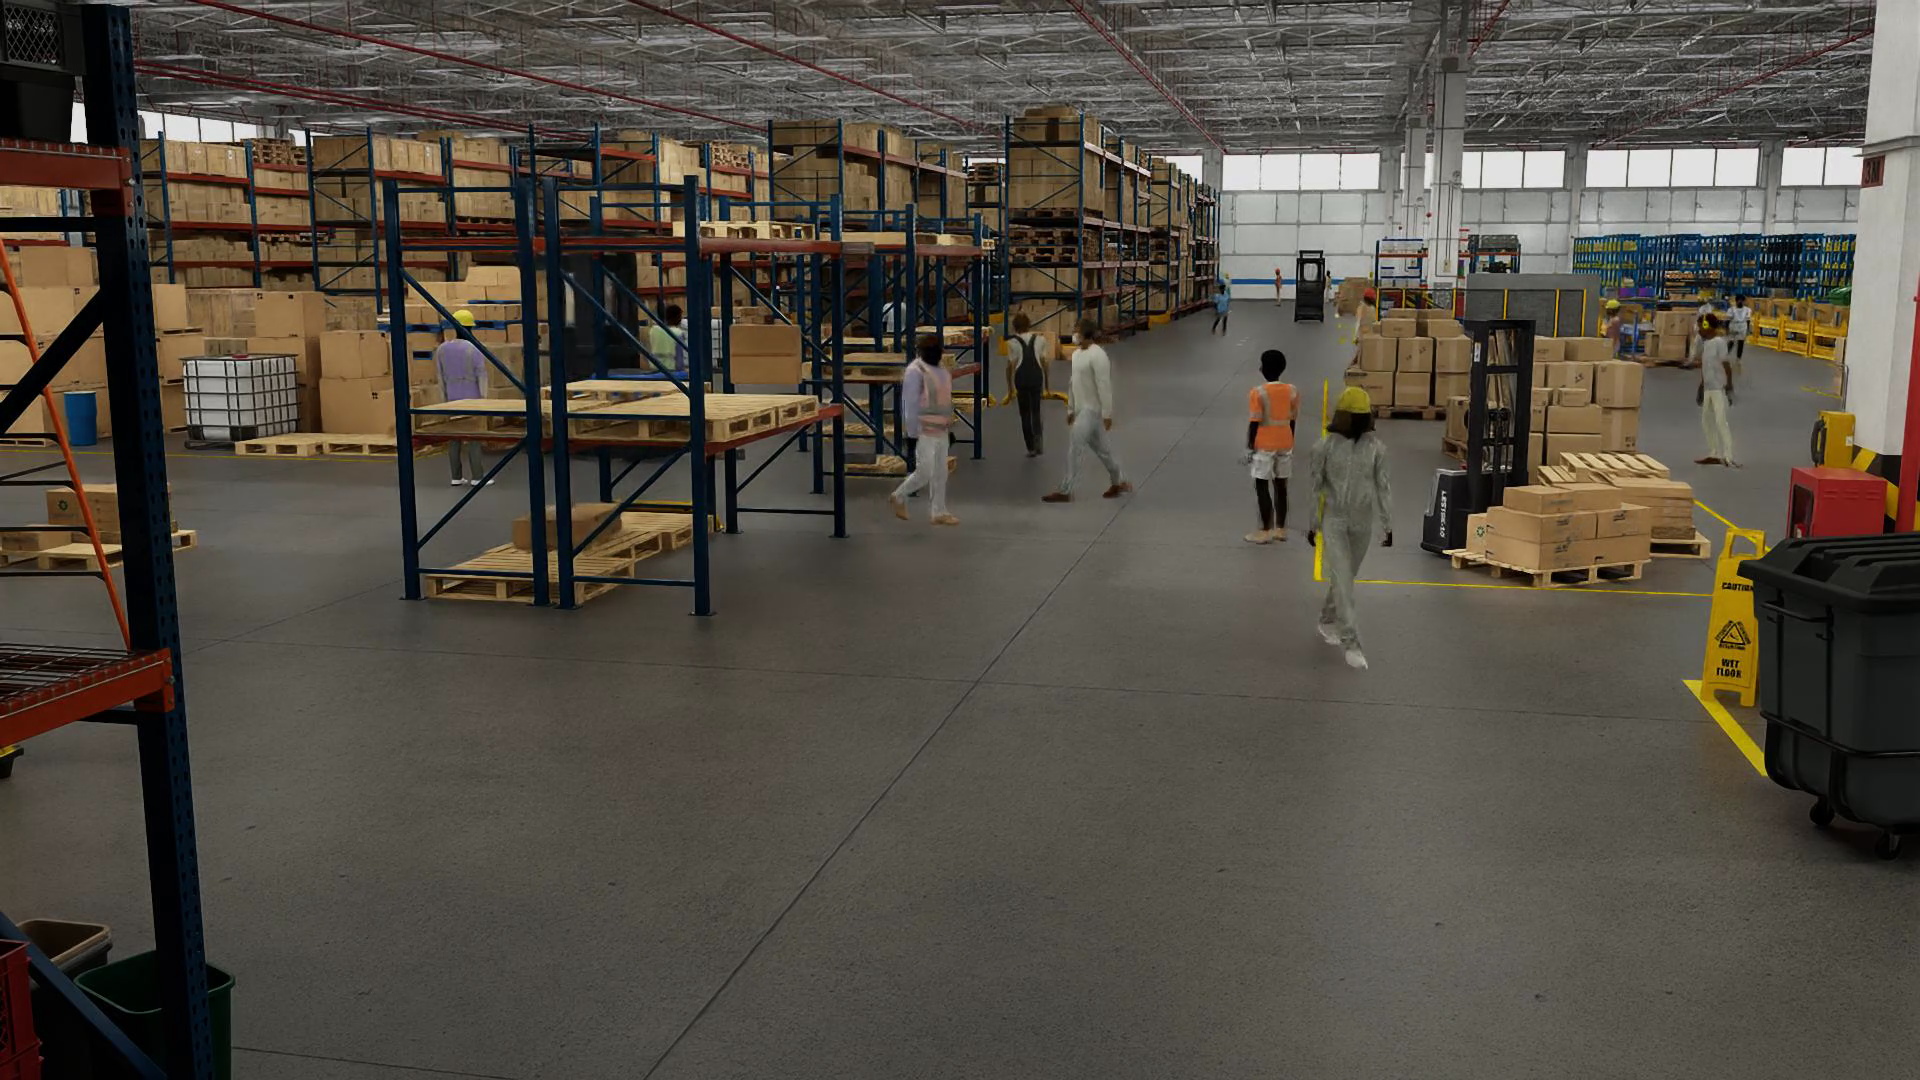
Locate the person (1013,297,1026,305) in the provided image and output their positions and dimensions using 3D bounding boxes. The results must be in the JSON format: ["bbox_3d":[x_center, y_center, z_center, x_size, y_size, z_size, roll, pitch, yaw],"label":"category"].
[{"bbox_3d":[2.044,-8.168,57.677,0.429,1.833,0.632,9,13,43],"label":"person"}]

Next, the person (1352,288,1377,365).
[{"bbox_3d":[8.318,-4.204,34.044,0.983,1.892,0.560,9,13,42],"label":"person"}]

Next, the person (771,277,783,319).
[{"bbox_3d":[-5.962,-7.586,53.983,0.390,1.916,0.587,-3,10,-18],"label":"person"}]

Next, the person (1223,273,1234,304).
[{"bbox_3d":[14.740,-13.804,91.383,0.605,1.726,0.441,-6,12,-33],"label":"person"}]

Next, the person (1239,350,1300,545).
[{"bbox_3d":[2.713,-0.796,14.473,0.574,1.701,0.457,-6,11,-31],"label":"person"}]

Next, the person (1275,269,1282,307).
[{"bbox_3d":[16.655,-13.216,87.131,0.415,1.985,0.611,1,10,6],"label":"person"}]

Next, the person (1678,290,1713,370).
[{"bbox_3d":[16.570,-4.662,37.033,0.933,1.792,0.601,2,10,13],"label":"person"}]

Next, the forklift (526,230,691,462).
[{"bbox_3d":[-4.344,-2.438,20.644,1.873,2.768,1.129,5,11,29],"label":"forklift"}]

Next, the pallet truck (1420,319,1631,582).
[{"bbox_3d":[4.543,-0.757,13.299,0.823,1.965,1.885,-4,10,-22],"label":"pallet truck"}]

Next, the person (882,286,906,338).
[{"bbox_3d":[-1.244,-4.058,32.944,0.608,1.963,0.372,5,11,26],"label":"person"}]

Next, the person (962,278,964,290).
[{"bbox_3d":[0.232,-11.600,78.668,0.511,1.600,0.819,3,10,19],"label":"person"}]

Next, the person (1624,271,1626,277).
[{"bbox_3d":[36.007,-13.636,90.099,0.772,1.819,0.576,6,11,32],"label":"person"}]

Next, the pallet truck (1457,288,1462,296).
[{"bbox_3d":[20.506,-9.785,68.819,0.653,1.274,1.630,2,10,12],"label":"pallet truck"}]

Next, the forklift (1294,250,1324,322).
[{"bbox_3d":[13.778,-10.002,65.433,1.129,2.768,1.873,2,10,12],"label":"forklift"}]

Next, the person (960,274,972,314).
[{"bbox_3d":[0.307,-10.651,72.099,0.658,1.924,0.443,3,10,15],"label":"person"}]

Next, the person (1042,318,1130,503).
[{"bbox_3d":[1.337,-1.331,17.056,1.043,1.890,0.634,-3,10,-20],"label":"person"}]

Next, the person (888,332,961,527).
[{"bbox_3d":[-0.325,-1.014,15.353,0.573,1.817,0.648,5,11,27],"label":"person"}]

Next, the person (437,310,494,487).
[{"bbox_3d":[-5.393,-1.540,18.139,0.594,1.926,0.366,3,10,16],"label":"person"}]

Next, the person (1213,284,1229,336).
[{"bbox_3d":[8.484,-7.493,54.144,0.538,1.679,0.632,-3,10,-18],"label":"person"}]

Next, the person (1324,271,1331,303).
[{"bbox_3d":[20.818,-14.335,94.182,0.622,1.838,0.429,-8,12,-38],"label":"person"}]

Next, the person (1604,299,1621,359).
[{"bbox_3d":[11.909,-3.514,30.346,0.530,1.755,0.545,4,10,24],"label":"person"}]

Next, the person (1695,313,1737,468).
[{"bbox_3d":[9.050,-1.776,19.846,0.418,1.827,0.699,-1,10,-3],"label":"person"}]

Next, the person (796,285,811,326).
[{"bbox_3d":[-5.795,-8.672,61.345,0.497,1.592,0.857,-6,11,-31],"label":"person"}]

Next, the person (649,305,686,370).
[{"bbox_3d":[-4.003,-2.292,22.833,0.597,1.849,0.900,2,10,14],"label":"person"}]

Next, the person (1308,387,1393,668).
[{"bbox_3d":[2.426,-0.117,10.398,0.506,1.696,0.911,-2,10,-9],"label":"person"}]

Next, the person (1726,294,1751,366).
[{"bbox_3d":[18.207,-4.929,38.946,0.537,1.685,0.567,3,10,16],"label":"person"}]

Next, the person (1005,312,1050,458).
[{"bbox_3d":[0.833,-1.933,20.824,0.564,1.810,0.613,-2,10,-11],"label":"person"}]

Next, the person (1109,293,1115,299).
[{"bbox_3d":[6.459,-10.240,70.522,0.286,1.636,0.498,-2,10,-12],"label":"person"}]
